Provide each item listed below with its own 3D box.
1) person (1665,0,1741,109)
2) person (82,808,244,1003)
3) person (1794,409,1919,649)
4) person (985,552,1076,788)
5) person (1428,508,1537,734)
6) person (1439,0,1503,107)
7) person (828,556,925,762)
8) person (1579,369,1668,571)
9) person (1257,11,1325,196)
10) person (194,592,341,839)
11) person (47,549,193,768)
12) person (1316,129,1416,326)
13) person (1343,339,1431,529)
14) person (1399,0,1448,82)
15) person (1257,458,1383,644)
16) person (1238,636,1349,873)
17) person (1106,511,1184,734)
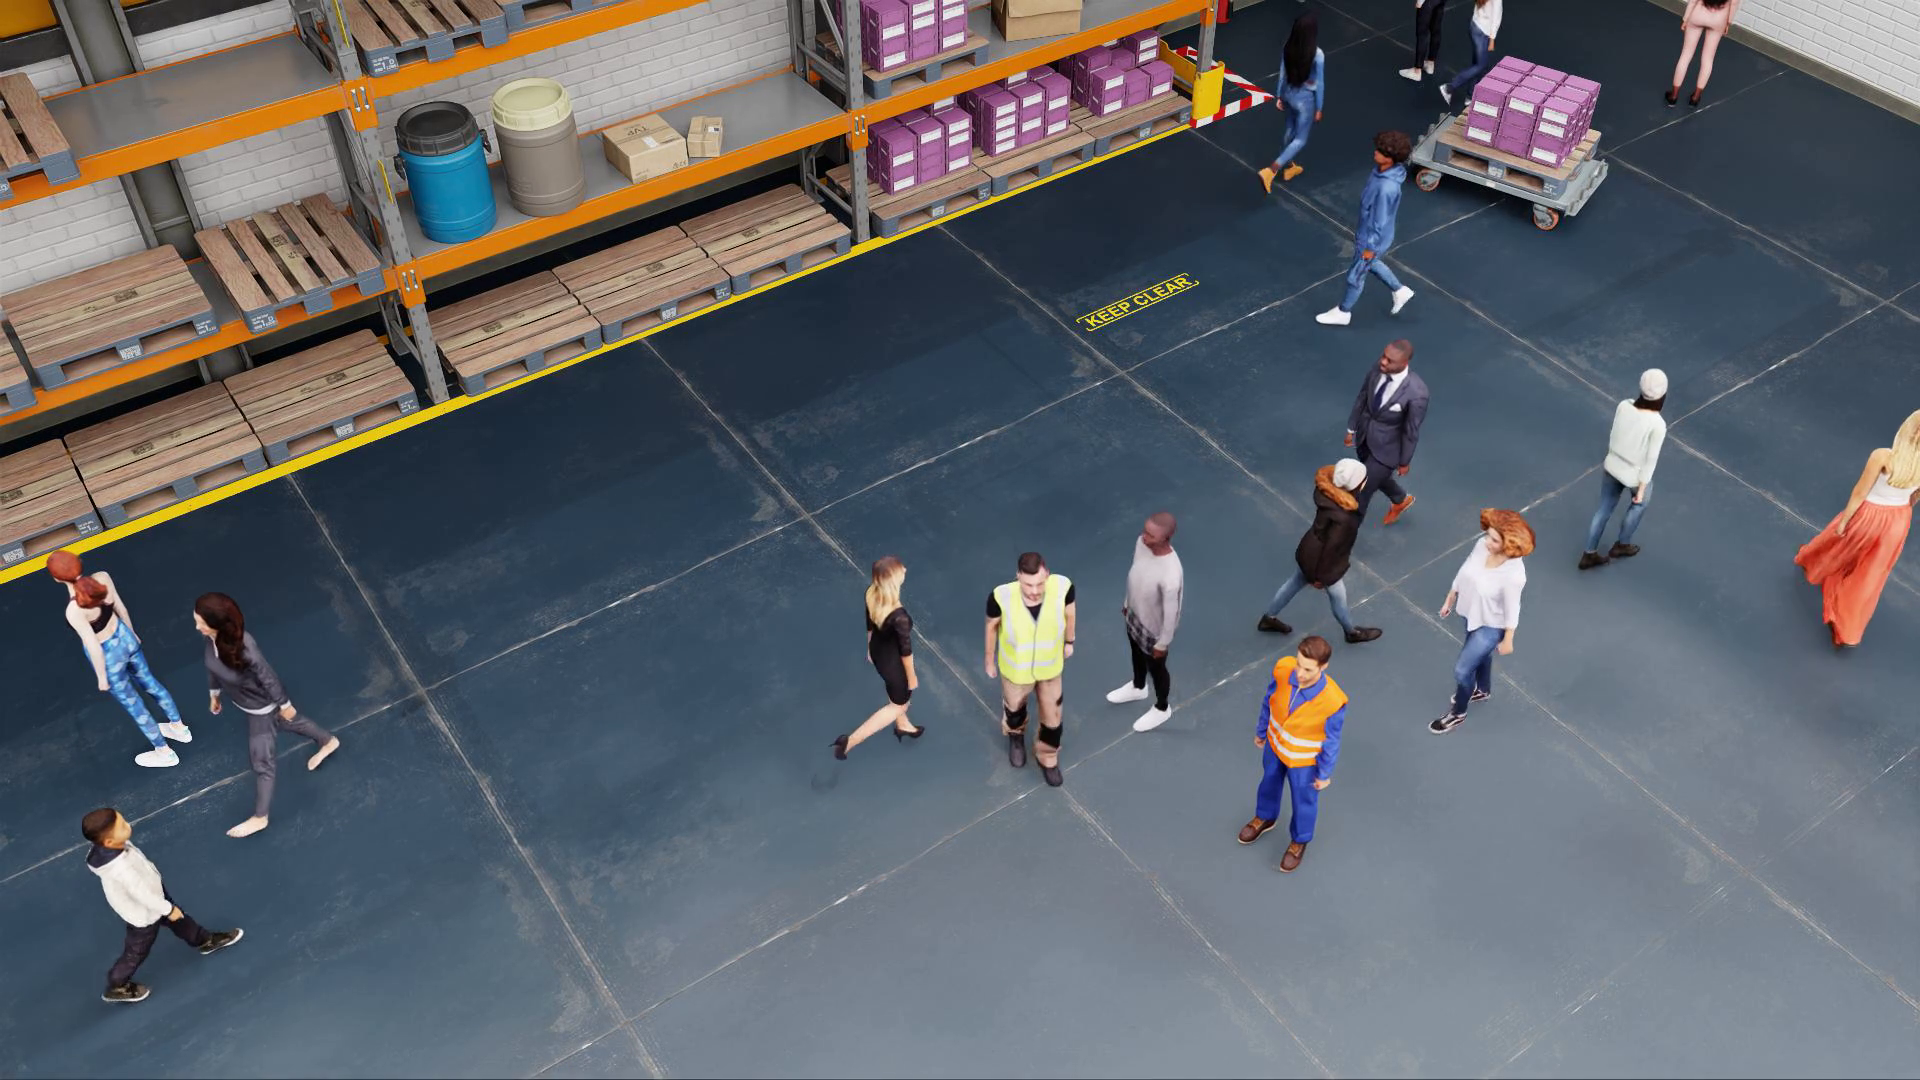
[{"bbox_3d":[7.274,-5.046,16.190,0.694,1.720,0.729,12,45,12],"label":"person"},{"bbox_3d":[-4.527,1.988,9.009,1.007,1.441,0.631,-22,48,-21],"label":"person"},{"bbox_3d":[6.013,-0.025,10.894,1.176,1.755,1.222,6,44,6],"label":"person"},{"bbox_3d":[0.423,0.672,10.110,0.929,1.827,0.977,-5,44,-5],"label":"person"},{"bbox_3d":[3.387,0.456,10.436,0.877,1.691,0.799,-8,44,-9],"label":"person"},{"bbox_3d":[5.007,-4.923,16.196,0.911,1.535,0.706,-10,45,-10],"label":"person"},{"bbox_3d":[-0.487,0.780,10.120,0.943,1.657,0.626,-21,47,-21],"label":"person"},{"bbox_3d":[4.519,-0.446,11.428,0.745,1.629,0.636,-20,47,-20],"label":"person"},{"bbox_3d":[3.003,-3.906,15.016,1.034,1.690,0.690,-33,53,-30],"label":"person"},{"bbox_3d":[-4.138,0.903,9.950,0.879,1.715,1.204,27,50,25],"label":"person"},{"bbox_3d":[-5.116,0.715,10.096,0.730,1.785,0.673,6,44,6],"label":"person"},{"bbox_3d":[3.419,-2.494,13.460,1.112,1.790,1.061,8,44,8],"label":"person"},{"bbox_3d":[2.970,-0.669,11.540,1.217,1.798,0.813,-19,47,-19],"label":"person"},{"bbox_3d":[4.742,-5.433,16.610,0.525,1.701,0.698,-31,52,-29],"label":"person"},{"bbox_3d":[2.305,0.099,10.884,1.149,1.590,0.994,-1,44,-1],"label":"person"},{"bbox_3d":[1.930,1.189,9.544,0.724,1.861,0.669,34,53,30],"label":"person"},{"bbox_3d":[1.211,0.490,10.342,0.632,1.772,0.683,-14,45,-14],"label":"person"}]
